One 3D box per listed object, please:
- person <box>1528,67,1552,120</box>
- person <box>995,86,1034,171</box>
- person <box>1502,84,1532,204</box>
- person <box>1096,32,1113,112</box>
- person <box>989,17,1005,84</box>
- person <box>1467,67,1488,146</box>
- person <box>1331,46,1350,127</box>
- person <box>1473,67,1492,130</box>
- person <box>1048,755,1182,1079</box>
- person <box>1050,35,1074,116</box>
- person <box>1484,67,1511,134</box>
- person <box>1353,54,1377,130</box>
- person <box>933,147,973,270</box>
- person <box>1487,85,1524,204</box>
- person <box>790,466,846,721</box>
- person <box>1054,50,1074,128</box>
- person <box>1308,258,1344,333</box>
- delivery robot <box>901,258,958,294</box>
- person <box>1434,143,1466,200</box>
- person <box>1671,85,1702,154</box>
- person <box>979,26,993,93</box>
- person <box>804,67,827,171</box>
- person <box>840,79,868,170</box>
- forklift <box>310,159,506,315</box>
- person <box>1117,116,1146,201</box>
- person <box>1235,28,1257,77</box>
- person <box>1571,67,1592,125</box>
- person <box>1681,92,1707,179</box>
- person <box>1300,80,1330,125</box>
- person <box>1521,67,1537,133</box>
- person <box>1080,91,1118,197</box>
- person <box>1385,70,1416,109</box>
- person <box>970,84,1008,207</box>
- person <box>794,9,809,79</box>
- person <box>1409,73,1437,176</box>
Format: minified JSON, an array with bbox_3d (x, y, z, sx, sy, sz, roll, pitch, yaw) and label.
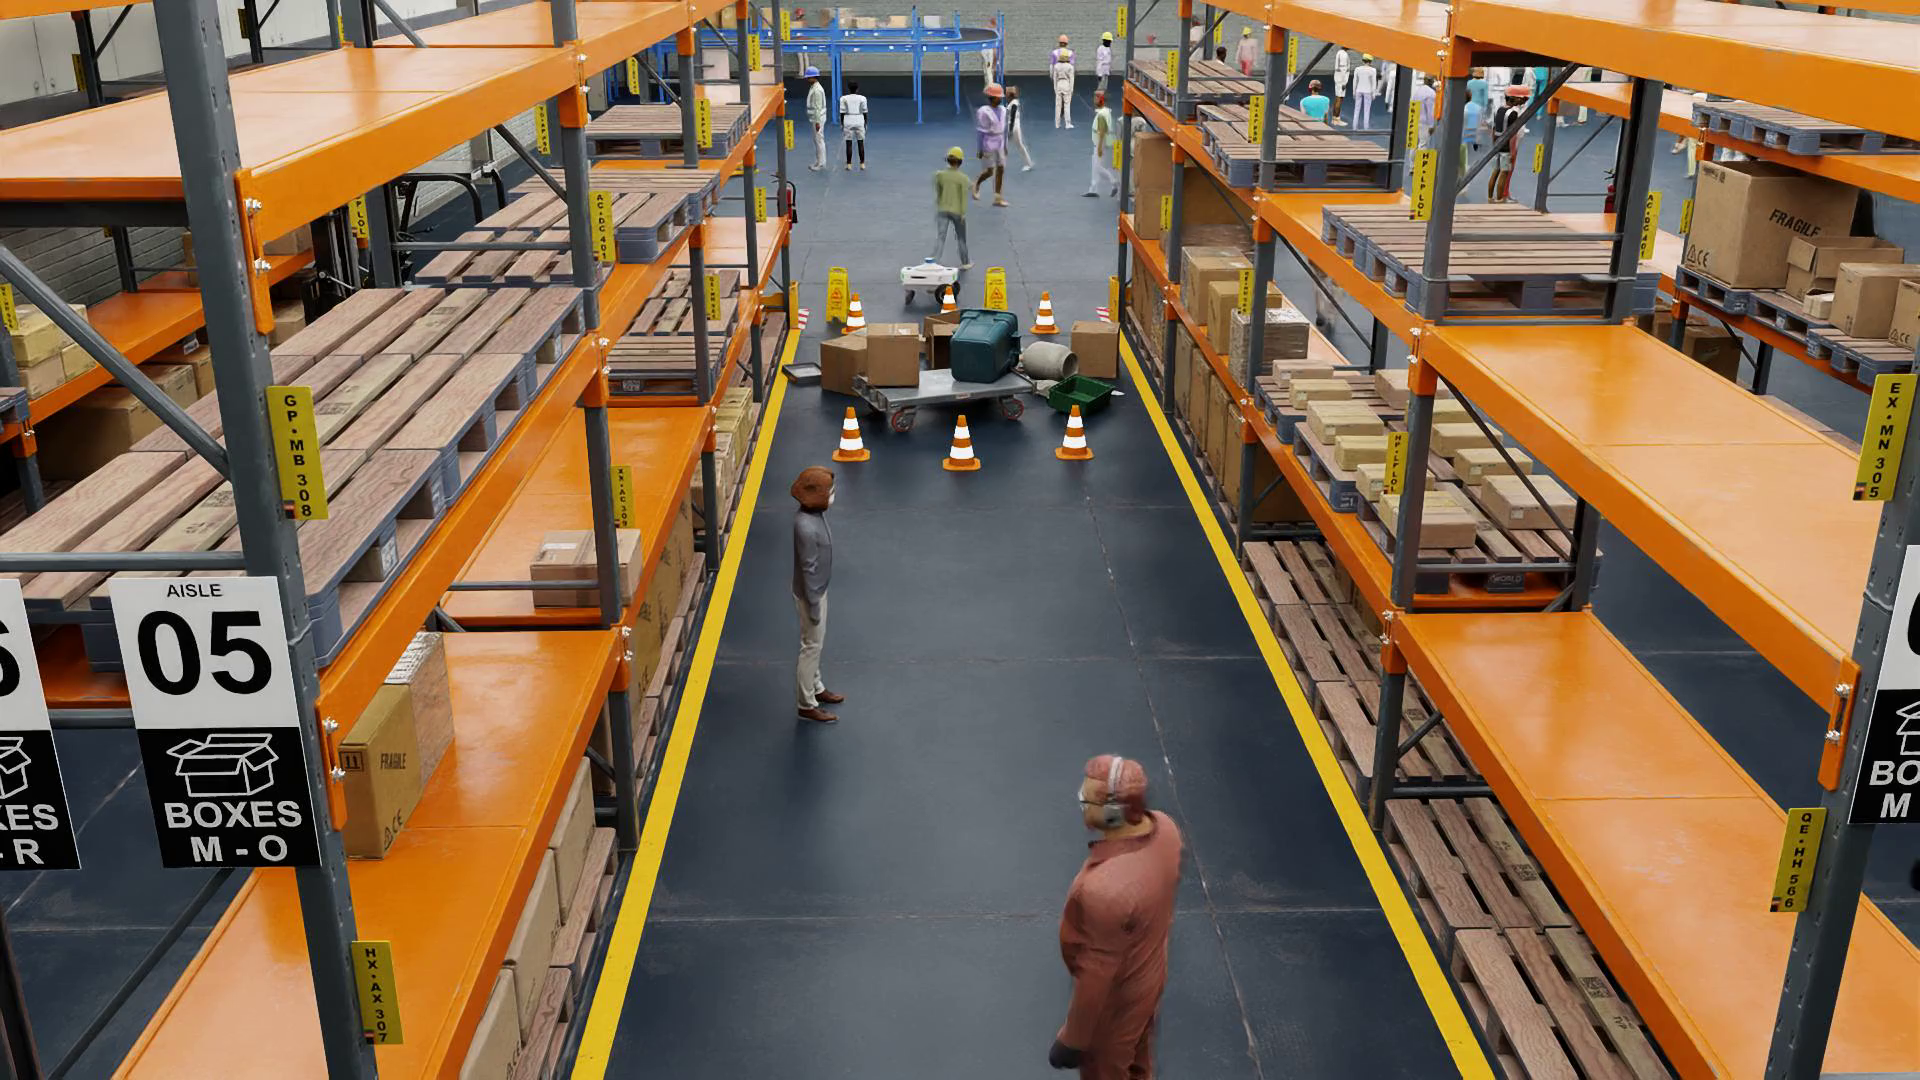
[{"bbox_3d":[13.786,-10.933,39.544,0.517,1.835,0.350,7,22,17],"label":"person"},{"bbox_3d":[1.024,-7.818,31.645,0.868,1.593,0.522,-5,21,-14],"label":"person"},{"bbox_3d":[9.332,-6.661,28.044,0.413,1.984,0.623,9,23,23],"label":"person"},{"bbox_3d":[3.568,-11.526,40.999,0.398,1.918,0.590,10,23,25],"label":"person"},{"bbox_3d":[0.927,-13.778,46.968,0.670,1.886,0.461,-10,23,-26],"label":"person"},{"bbox_3d":[10.873,-9.133,35.057,0.499,1.636,0.286,17,27,38],"label":"person"},{"bbox_3d":[8.825,-10.584,38.324,0.380,2.041,0.616,1,21,2],"label":"person"},{"bbox_3d":[11.841,-10.271,37.692,0.408,1.909,0.591,-9,23,-23],"label":"person"},{"bbox_3d":[0.559,1.659,6.177,0.400,1.900,0.669,10,23,24],"label":"person"},{"bbox_3d":[2.479,-11.271,40.368,0.549,1.888,1.008,-2,21,-5],"label":"person"},{"bbox_3d":[11.720,-9.720,36.286,0.571,1.870,0.569,-11,23,-27],"label":"person"},{"bbox_3d":[9.017,-9.963,37.069,0.534,1.767,0.319,14,25,32],"label":"person"},{"bbox_3d":[-0.130,-4.465,22.610,0.526,1.715,0.923,9,22,21],"label":"person"},{"bbox_3d":[8.987,-6.445,27.387,0.386,2.039,0.615,-5,21,-12],"label":"person"},{"bbox_3d":[-0.872,0.322,10.084,0.296,1.622,0.511,0,21,1],"label":"person"},{"bbox_3d":[2.377,-10.304,38.012,0.484,1.738,0.305,10,23,25],"label":"person"},{"bbox_3d":[4.413,-3.431,19.578,0.639,1.922,0.622,2,21,6],"label":"person"},{"bbox_3d":[-0.388,-3.336,21.109,0.707,0.478,0.477,2,21,6],"label":"delivery robot"},{"bbox_3d":[7.570,-5.637,25.847,0.500,1.607,0.690,8,22,21],"label":"person"},{"bbox_3d":[14.868,-8.956,34.058,0.617,2.023,0.847,19,28,41],"label":"person"},{"bbox_3d":[0.731,-13.104,45.383,0.321,1.755,0.563,-6,22,-16],"label":"person"},{"bbox_3d":[-2.752,-8.029,31.727,0.413,1.939,0.598,-4,21,-10],"label":"person"},{"bbox_3d":[-2.029,-7.934,31.802,0.540,1.695,0.317,-3,21,-9],"label":"person"},{"bbox_3d":[-5.622,-2.910,17.832,2.313,2.155,1.214,-1,21,-1],"label":"forklift"},{"bbox_3d":[2.920,-6.664,28.405,0.490,1.730,0.324,4,21,10],"label":"person"},{"bbox_3d":[7.828,-13.134,45.556,0.516,1.697,0.962,16,26,37],"label":"person"},{"bbox_3d":[14.488,-10.478,38.631,0.287,1.623,0.507,14,25,32],"label":"person"},{"bbox_3d":[13.718,-7.586,30.734,0.633,1.824,0.545,0,21,-1],"label":"person"},{"bbox_3d":[6.398,-7.392,30.164,0.564,1.846,0.390,-6,21,-14],"label":"person"},{"bbox_3d":[12.741,-9.997,37.341,0.314,1.636,0.515,8,22,20],"label":"person"},{"bbox_3d":[2.446,-6.806,28.649,0.637,1.822,0.570,2,21,6],"label":"person"},{"bbox_3d":[9.358,-9.342,35.318,0.597,1.857,0.918,2,21,5],"label":"person"},{"bbox_3d":[0.528,-6.613,27.863,0.609,2.028,0.637,-19,28,-41],"label":"person"},{"bbox_3d":[-4.712,-14.716,49.315,0.378,1.995,0.609,13,24,30],"label":"person"},{"bbox_3d":[8.618,-7.722,30.914,0.373,1.936,0.627,-5,21,-13],"label":"person"}]
